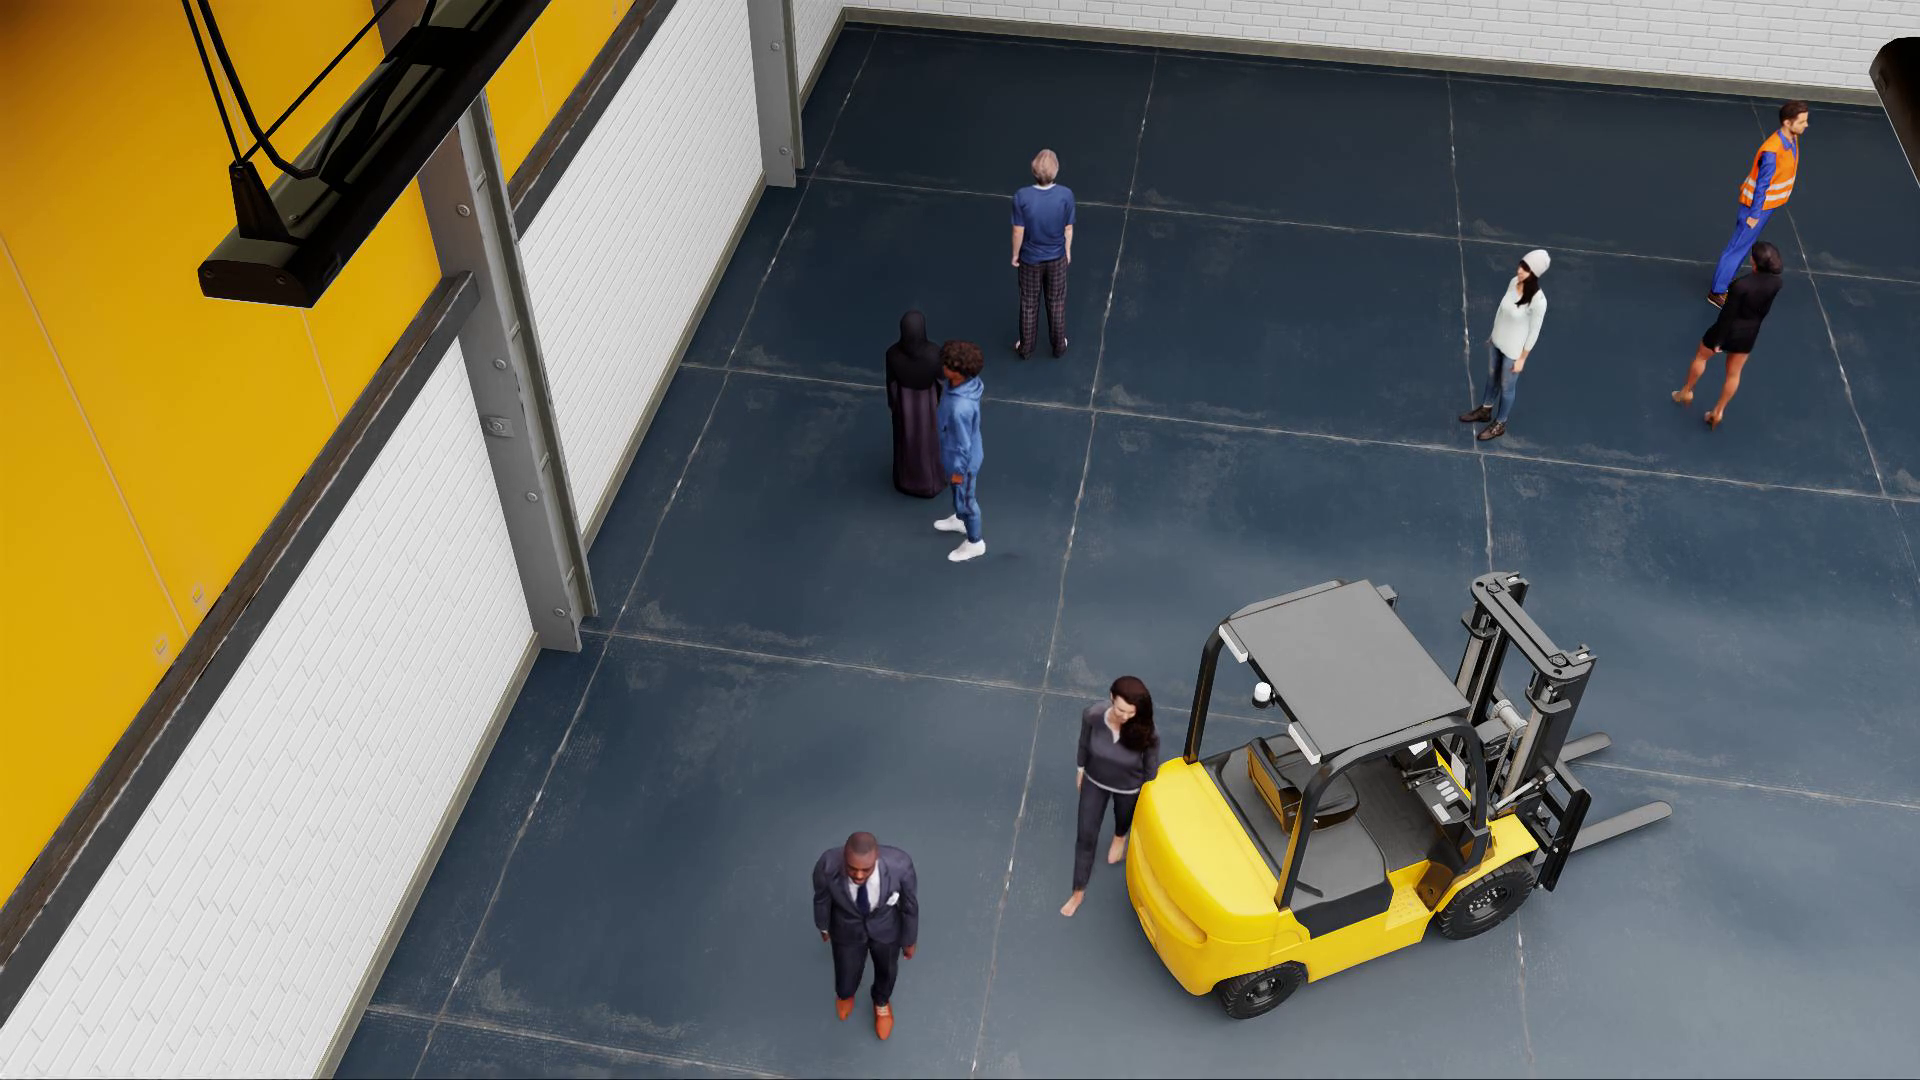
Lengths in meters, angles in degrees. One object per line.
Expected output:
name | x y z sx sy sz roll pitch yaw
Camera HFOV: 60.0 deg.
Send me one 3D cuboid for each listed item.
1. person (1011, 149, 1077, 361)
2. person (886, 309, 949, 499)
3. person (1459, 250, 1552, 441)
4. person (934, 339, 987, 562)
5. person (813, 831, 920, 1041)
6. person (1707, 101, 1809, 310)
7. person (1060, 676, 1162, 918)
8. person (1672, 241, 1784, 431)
person | 0.656 -2.237 13.120 0.704 1.871 0.619 -1 44 -1
person | -0.314 -0.995 12.003 0.624 1.614 0.622 1 44 1
person | 4.132 -1.476 12.485 0.704 1.645 0.597 -14 45 -15
person | 0.026 -0.641 11.474 0.776 1.832 0.603 0 44 0
person | -0.484 1.972 8.751 0.774 1.804 0.760 -3 44 -3
person | 6.578 -2.770 13.685 0.839 1.864 0.710 27 50 26
person | 0.904 1.306 9.501 0.715 1.733 1.030 13 45 13
person | 5.867 -1.489 12.512 0.668 1.628 0.791 -3 44 -3
